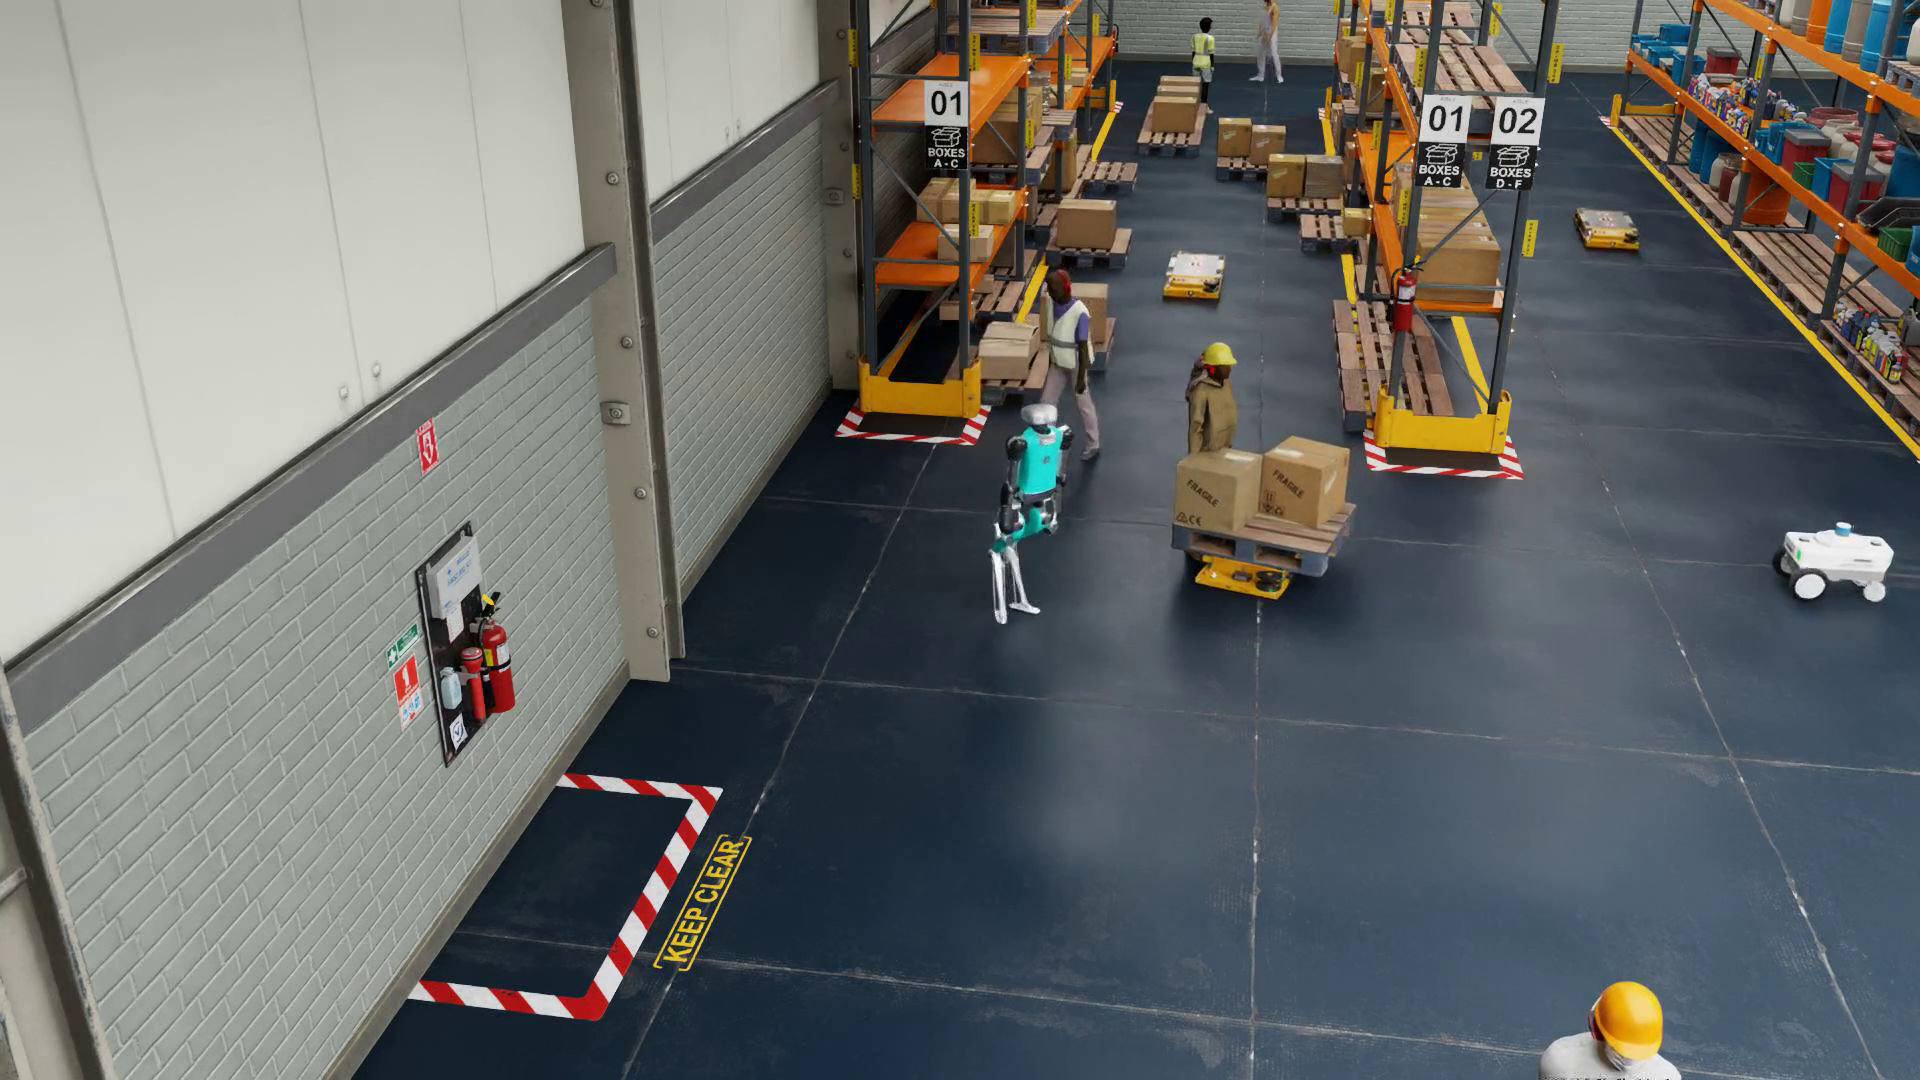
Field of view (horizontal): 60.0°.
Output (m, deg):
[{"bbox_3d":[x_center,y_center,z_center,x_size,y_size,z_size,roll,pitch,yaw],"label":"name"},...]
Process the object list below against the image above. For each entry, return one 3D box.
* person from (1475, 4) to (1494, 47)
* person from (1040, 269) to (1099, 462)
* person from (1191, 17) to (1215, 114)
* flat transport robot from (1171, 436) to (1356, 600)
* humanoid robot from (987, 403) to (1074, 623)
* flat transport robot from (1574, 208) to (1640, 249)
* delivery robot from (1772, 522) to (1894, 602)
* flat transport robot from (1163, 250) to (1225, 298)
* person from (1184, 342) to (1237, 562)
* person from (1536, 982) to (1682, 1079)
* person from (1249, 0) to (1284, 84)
[{"bbox_3d":[10.056,-9.399,31.734,0.804,1.738,0.525,-3,25,-6],"label":"person"},{"bbox_3d":[0.903,-1.528,14.824,0.922,1.789,0.683,-16,30,-31],"label":"person"},{"bbox_3d":[4.372,-8.530,29.931,0.319,1.692,0.531,-20,31,-36],"label":"person"},{"bbox_3d":[2.418,0.060,13.229,0.659,0.231,1.431,12,28,24],"label":"flat transport robot"},{"bbox_3d":[0.418,-0.213,12.068,0.535,1.775,0.736,-15,29,-29],"label":"humanoid robot"},{"bbox_3d":[8.658,-4.176,22.295,0.659,0.231,1.431,5,26,11],"label":"flat transport robot"},{"bbox_3d":[6.664,0.153,12.685,0.782,0.587,0.499,3,25,7],"label":"delivery robot"},{"bbox_3d":[2.870,-3.238,20.288,0.659,0.231,1.431,5,25,10],"label":"flat transport robot"},{"bbox_3d":[1.953,-0.718,13.125,0.404,1.765,0.535,21,32,38],"label":"person"},{"bbox_3d":[2.368,2.422,6.264,0.570,1.888,0.393,8,26,17],"label":"person"},{"bbox_3d":[6.098,-9.939,32.784,0.513,1.833,0.823,-13,28,-26],"label":"person"}]
